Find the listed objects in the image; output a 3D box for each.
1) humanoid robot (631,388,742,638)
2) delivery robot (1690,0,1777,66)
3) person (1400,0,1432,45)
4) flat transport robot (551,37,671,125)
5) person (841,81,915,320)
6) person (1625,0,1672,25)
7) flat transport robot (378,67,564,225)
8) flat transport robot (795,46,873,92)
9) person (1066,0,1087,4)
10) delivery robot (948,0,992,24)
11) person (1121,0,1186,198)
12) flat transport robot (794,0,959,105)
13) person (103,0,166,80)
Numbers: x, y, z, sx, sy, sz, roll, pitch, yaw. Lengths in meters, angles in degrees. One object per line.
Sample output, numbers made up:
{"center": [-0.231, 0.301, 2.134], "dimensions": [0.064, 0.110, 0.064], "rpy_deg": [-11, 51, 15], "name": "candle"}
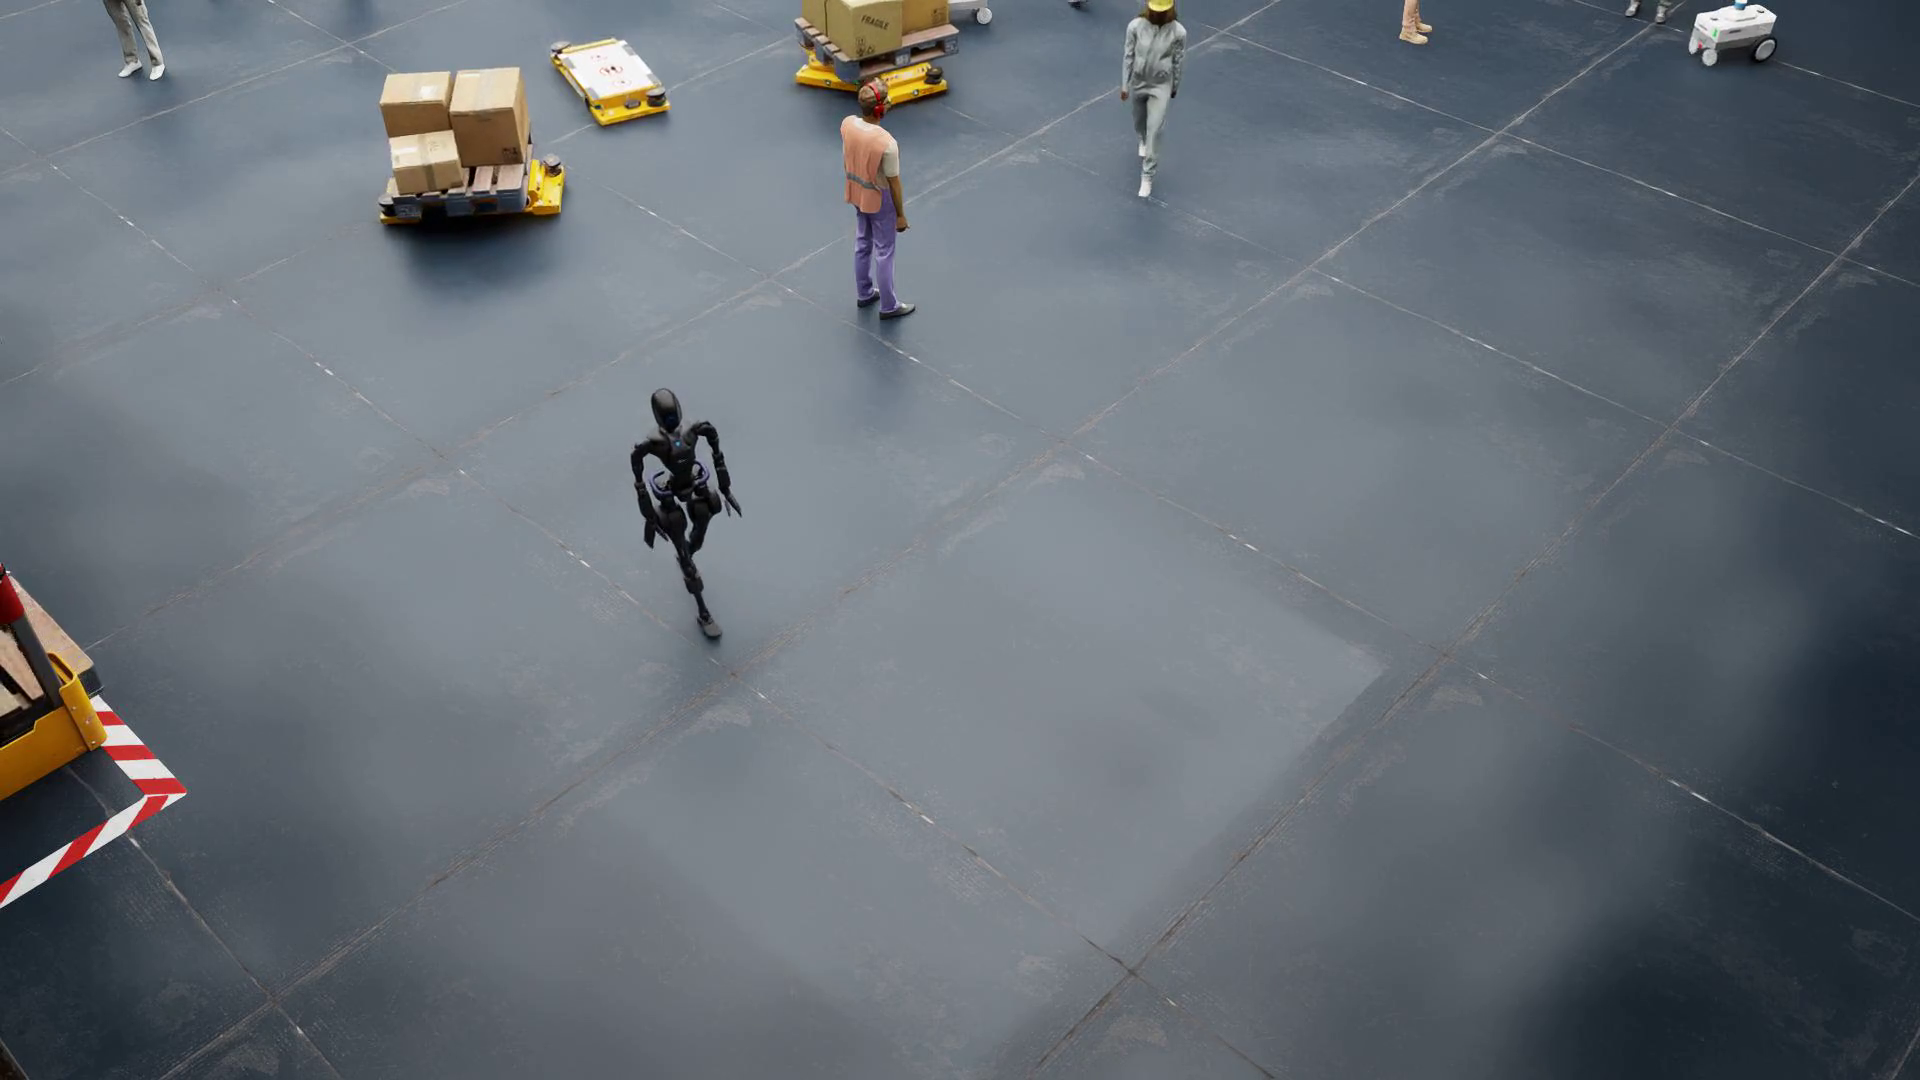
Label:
{"center": [-1.602, -0.237, 9.782], "dimensions": [0.602, 1.629, 0.792], "rpy_deg": [-20, 46, -21], "name": "humanoid robot"}
{"center": [7.284, -4.792, 15.653], "dimensions": [0.785, 0.614, 0.526], "rpy_deg": [-13, 43, -14], "name": "delivery robot"}
{"center": [4.418, -5.553, 15.599], "dimensions": [0.320, 1.739, 0.483], "rpy_deg": [16, 44, 17], "name": "person"}
{"center": [-3.217, -4.234, 15.232], "dimensions": [0.659, 0.231, 1.431], "rpy_deg": [-20, 46, -21], "name": "flat transport robot"}
{"center": [-0.619, -2.447, 12.066], "dimensions": [0.390, 1.846, 0.565], "rpy_deg": [-33, 51, -31], "name": "person"}
{"center": [6.787, -5.896, 15.915], "dimensions": [0.570, 1.830, 0.405], "rpy_deg": [20, 46, 21], "name": "person"}
{"center": [-4.025, -2.890, 13.738], "dimensions": [1.431, 0.231, 0.659], "rpy_deg": [-5, 42, -6], "name": "flat transport robot"}
{"center": [-0.979, -4.658, 15.703], "dimensions": [0.659, 0.231, 1.431], "rpy_deg": [13, 44, 14], "name": "flat transport robot"}
{"center": [1.331, -6.209, 16.287], "dimensions": [0.615, 1.803, 0.810], "rpy_deg": [-6, 42, -6], "name": "person"}
{"center": [-0.082, -5.312, 16.199], "dimensions": [0.747, 0.572, 0.499], "rpy_deg": [-10, 43, -11], "name": "delivery robot"}
{"center": [1.581, -3.771, 13.639], "dimensions": [0.482, 1.709, 0.814], "rpy_deg": [10, 43, 11], "name": "person"}
{"center": [-0.759, -4.484, 15.510], "dimensions": [0.659, 0.231, 1.431], "rpy_deg": [-21, 46, -22], "name": "flat transport robot"}
{"center": [-7.606, -4.969, 15.021], "dimensions": [0.513, 1.641, 0.309], "rpy_deg": [9, 43, 10], "name": "person"}
